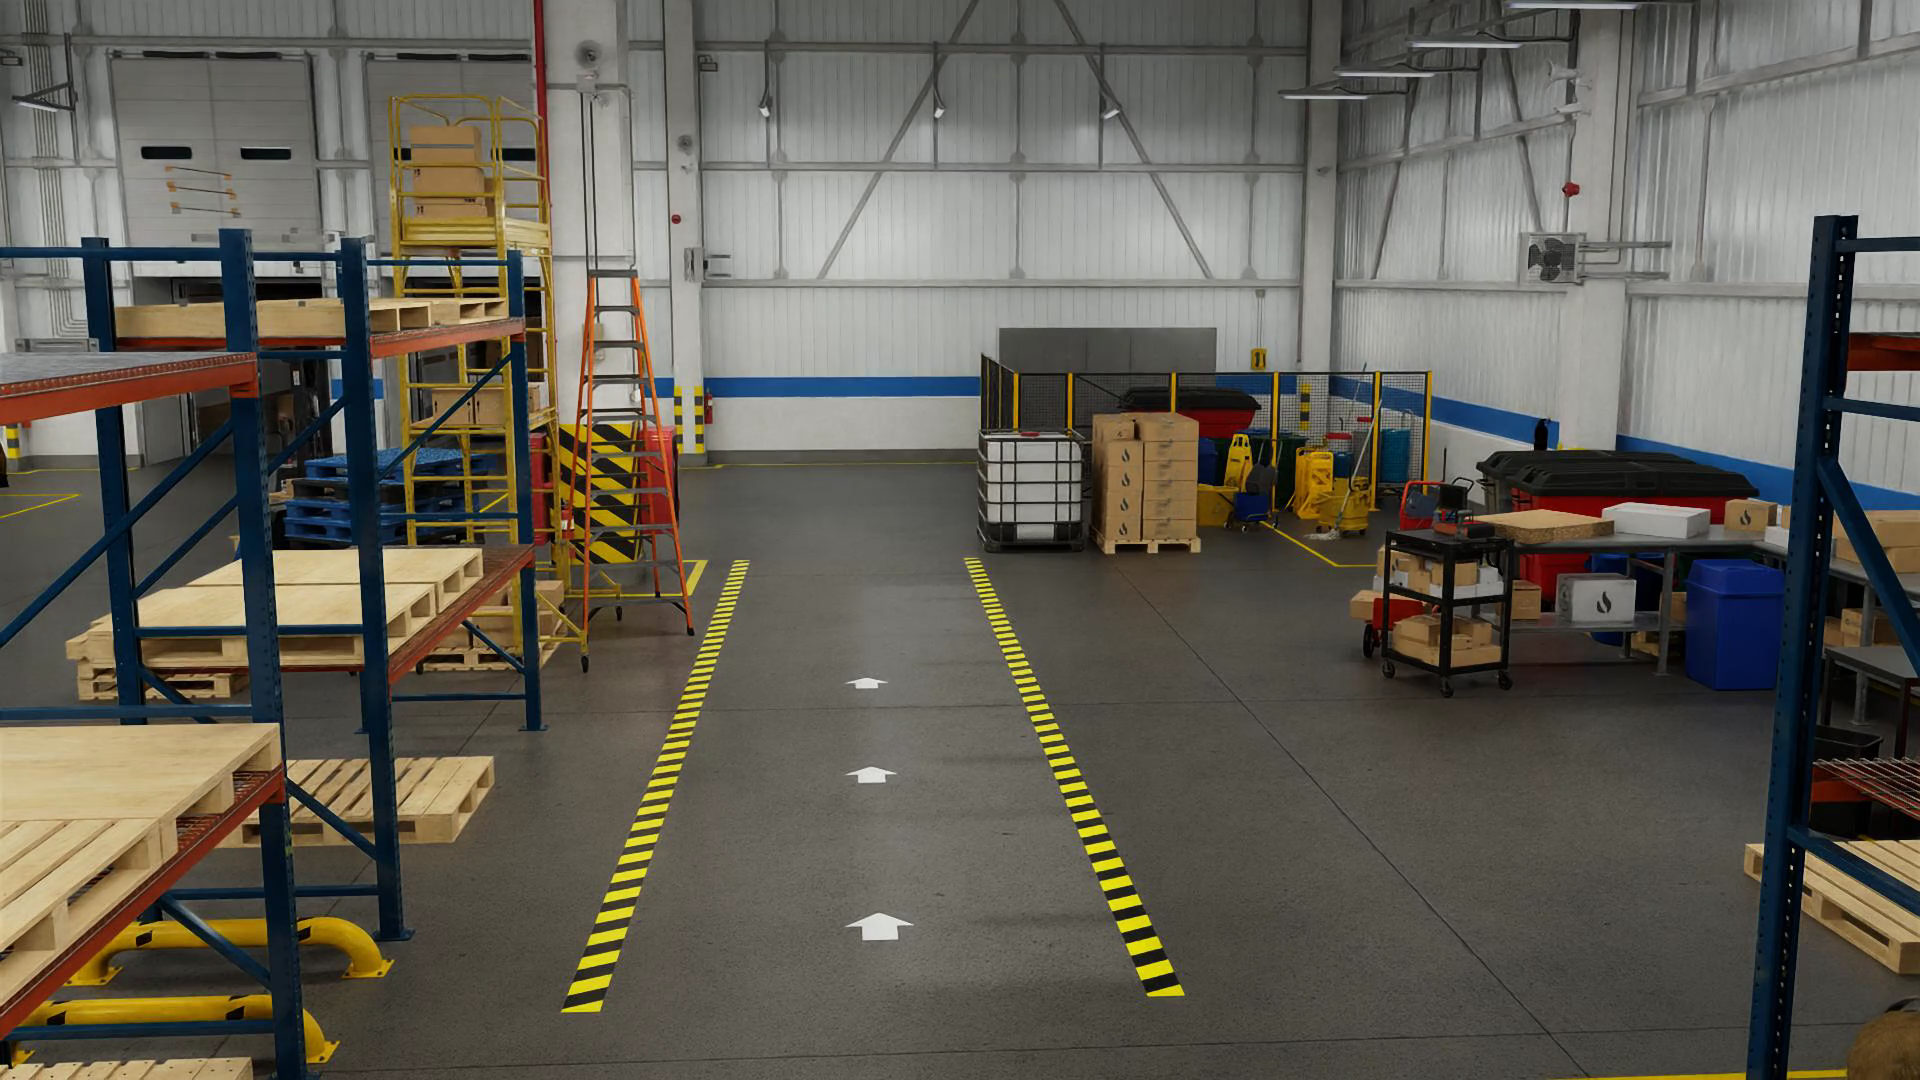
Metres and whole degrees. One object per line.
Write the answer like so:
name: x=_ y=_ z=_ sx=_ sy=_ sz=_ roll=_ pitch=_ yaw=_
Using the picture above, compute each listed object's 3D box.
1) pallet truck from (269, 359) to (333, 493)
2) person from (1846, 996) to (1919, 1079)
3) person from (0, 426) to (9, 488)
pallet truck: x=-7.062 y=-1.131 z=18.996 sx=1.885 sy=1.965 sz=0.823 roll=2 pitch=9 yaw=13
person: x=1.245 y=1.558 z=2.297 sx=0.354 sy=1.937 sz=0.635 roll=-4 pitch=10 yaw=-23
person: x=-13.168 y=-1.659 z=22.530 sx=0.389 sy=1.930 sz=0.544 roll=-8 pitch=12 yaw=-41
